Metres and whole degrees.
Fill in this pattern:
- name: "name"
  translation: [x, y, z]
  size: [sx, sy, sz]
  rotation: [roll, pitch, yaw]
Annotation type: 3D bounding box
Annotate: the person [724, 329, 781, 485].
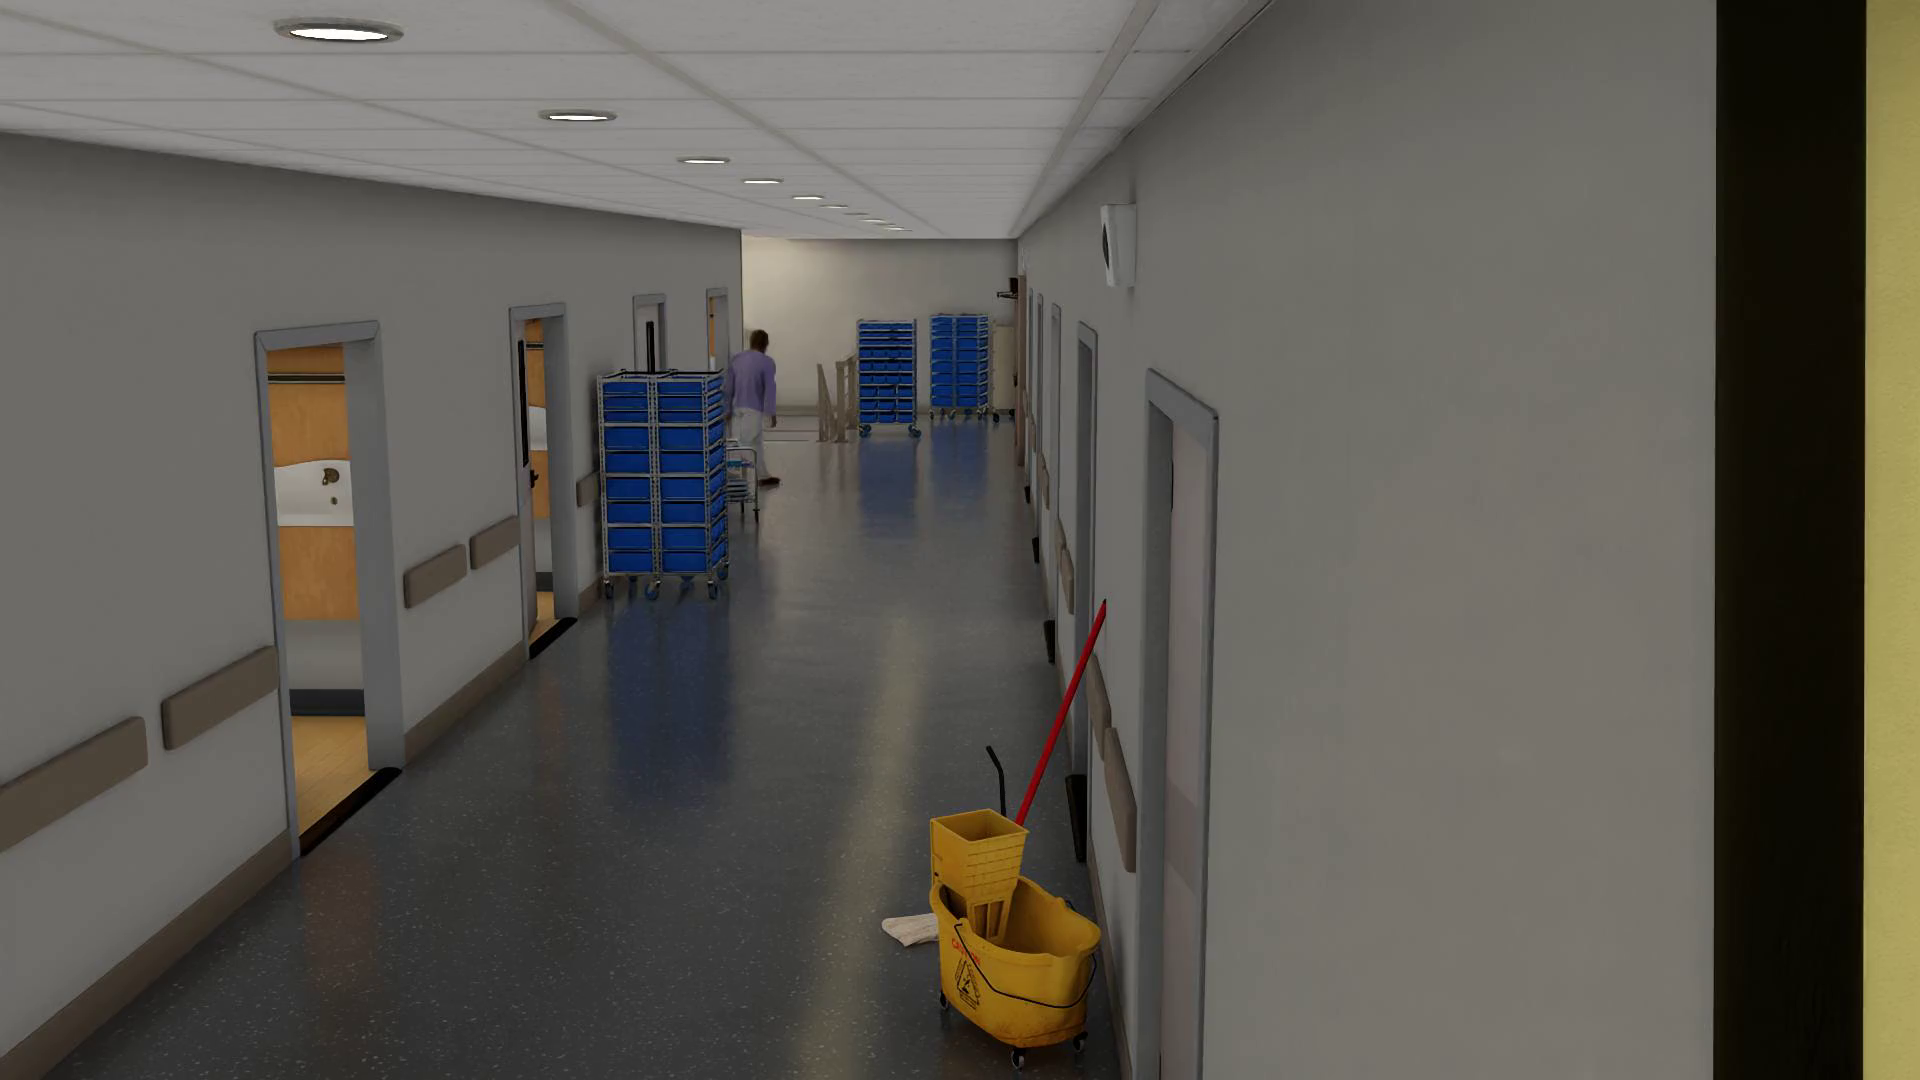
- name: "person"
  translation: [-2.483, -1.501, 19.217]
  size: [0.645, 1.875, 1.051]
  rotation: [7, 12, 38]
